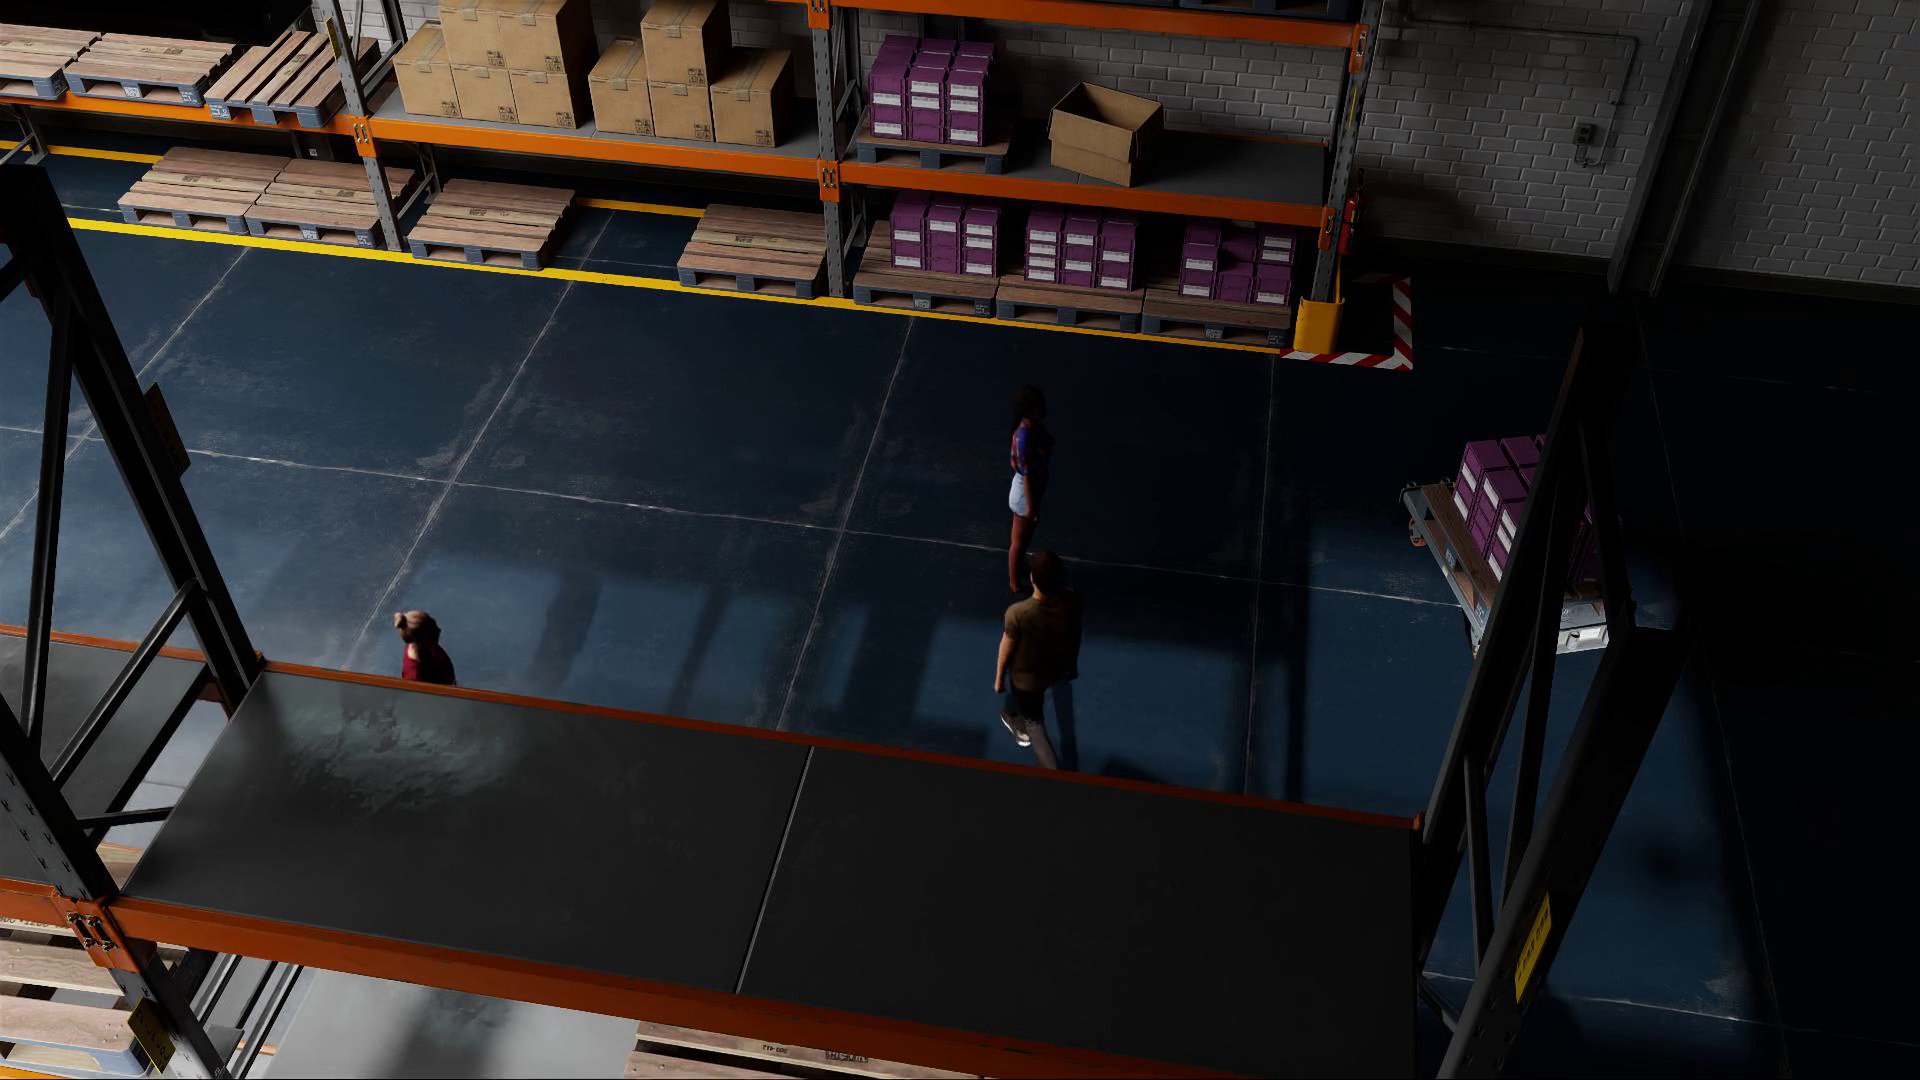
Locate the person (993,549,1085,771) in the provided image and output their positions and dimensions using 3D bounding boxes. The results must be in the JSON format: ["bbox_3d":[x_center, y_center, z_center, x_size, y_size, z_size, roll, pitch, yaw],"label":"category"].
[{"bbox_3d":[0.500,0.838,9.806,1.230,1.816,1.213,-21,47,-20],"label":"person"}]

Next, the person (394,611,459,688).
[{"bbox_3d":[-3.078,1.065,9.675,1.107,1.669,0.830,-5,44,-5],"label":"person"}]

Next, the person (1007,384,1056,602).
[{"bbox_3d":[0.444,-0.327,11.083,0.505,1.741,0.582,6,44,6],"label":"person"}]
